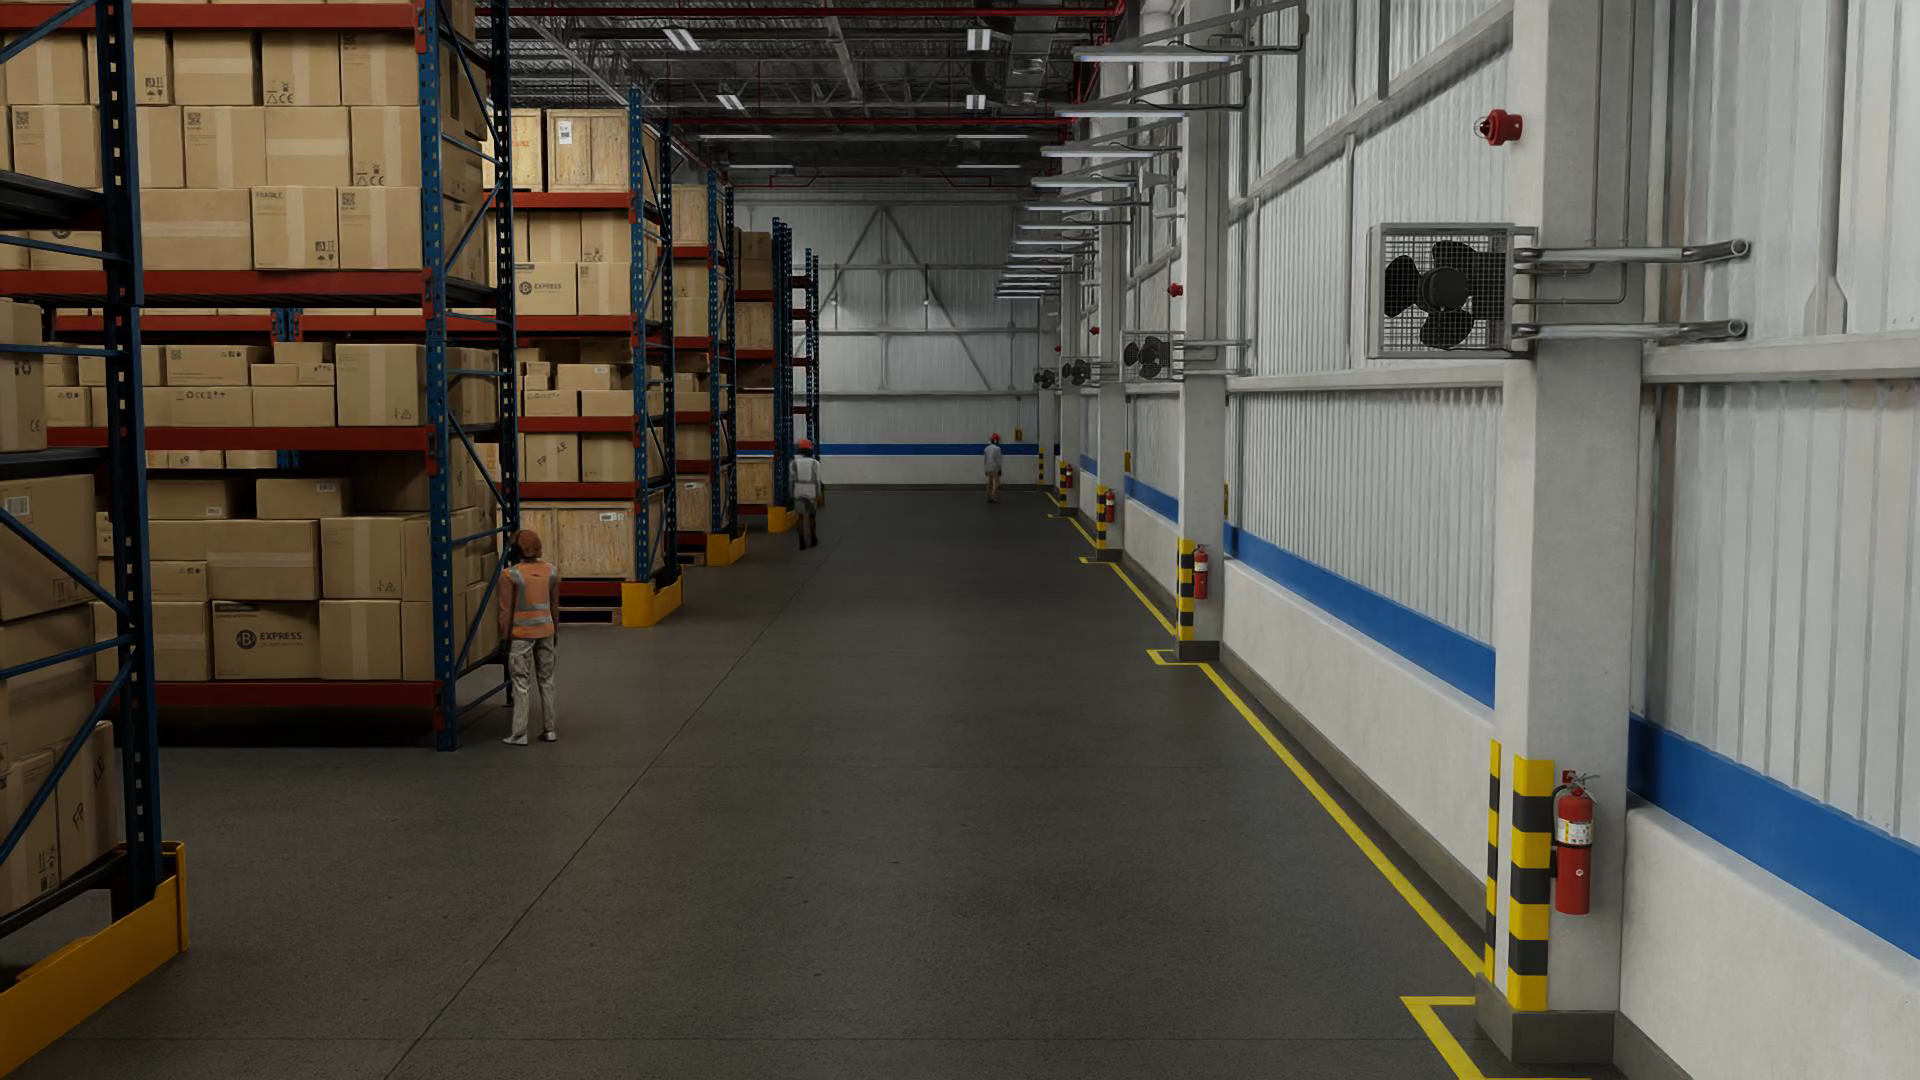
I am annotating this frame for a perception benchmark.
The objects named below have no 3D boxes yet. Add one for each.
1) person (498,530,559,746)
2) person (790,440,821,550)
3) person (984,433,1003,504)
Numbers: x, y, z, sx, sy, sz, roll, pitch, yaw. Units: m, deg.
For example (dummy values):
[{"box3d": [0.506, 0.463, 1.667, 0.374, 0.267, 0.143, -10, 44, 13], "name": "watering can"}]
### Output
[{"box3d": [-3.242, 0.735, 12.548, 0.316, 1.631, 0.519, 4, 7, 42], "name": "person"}, {"box3d": [-2.656, -0.782, 28.726, 0.567, 1.882, 0.980, 0, 5, 3], "name": "person"}, {"box3d": [0.843, -1.766, 40.985, 0.342, 1.748, 0.573, -4, 6, -39], "name": "person"}]
